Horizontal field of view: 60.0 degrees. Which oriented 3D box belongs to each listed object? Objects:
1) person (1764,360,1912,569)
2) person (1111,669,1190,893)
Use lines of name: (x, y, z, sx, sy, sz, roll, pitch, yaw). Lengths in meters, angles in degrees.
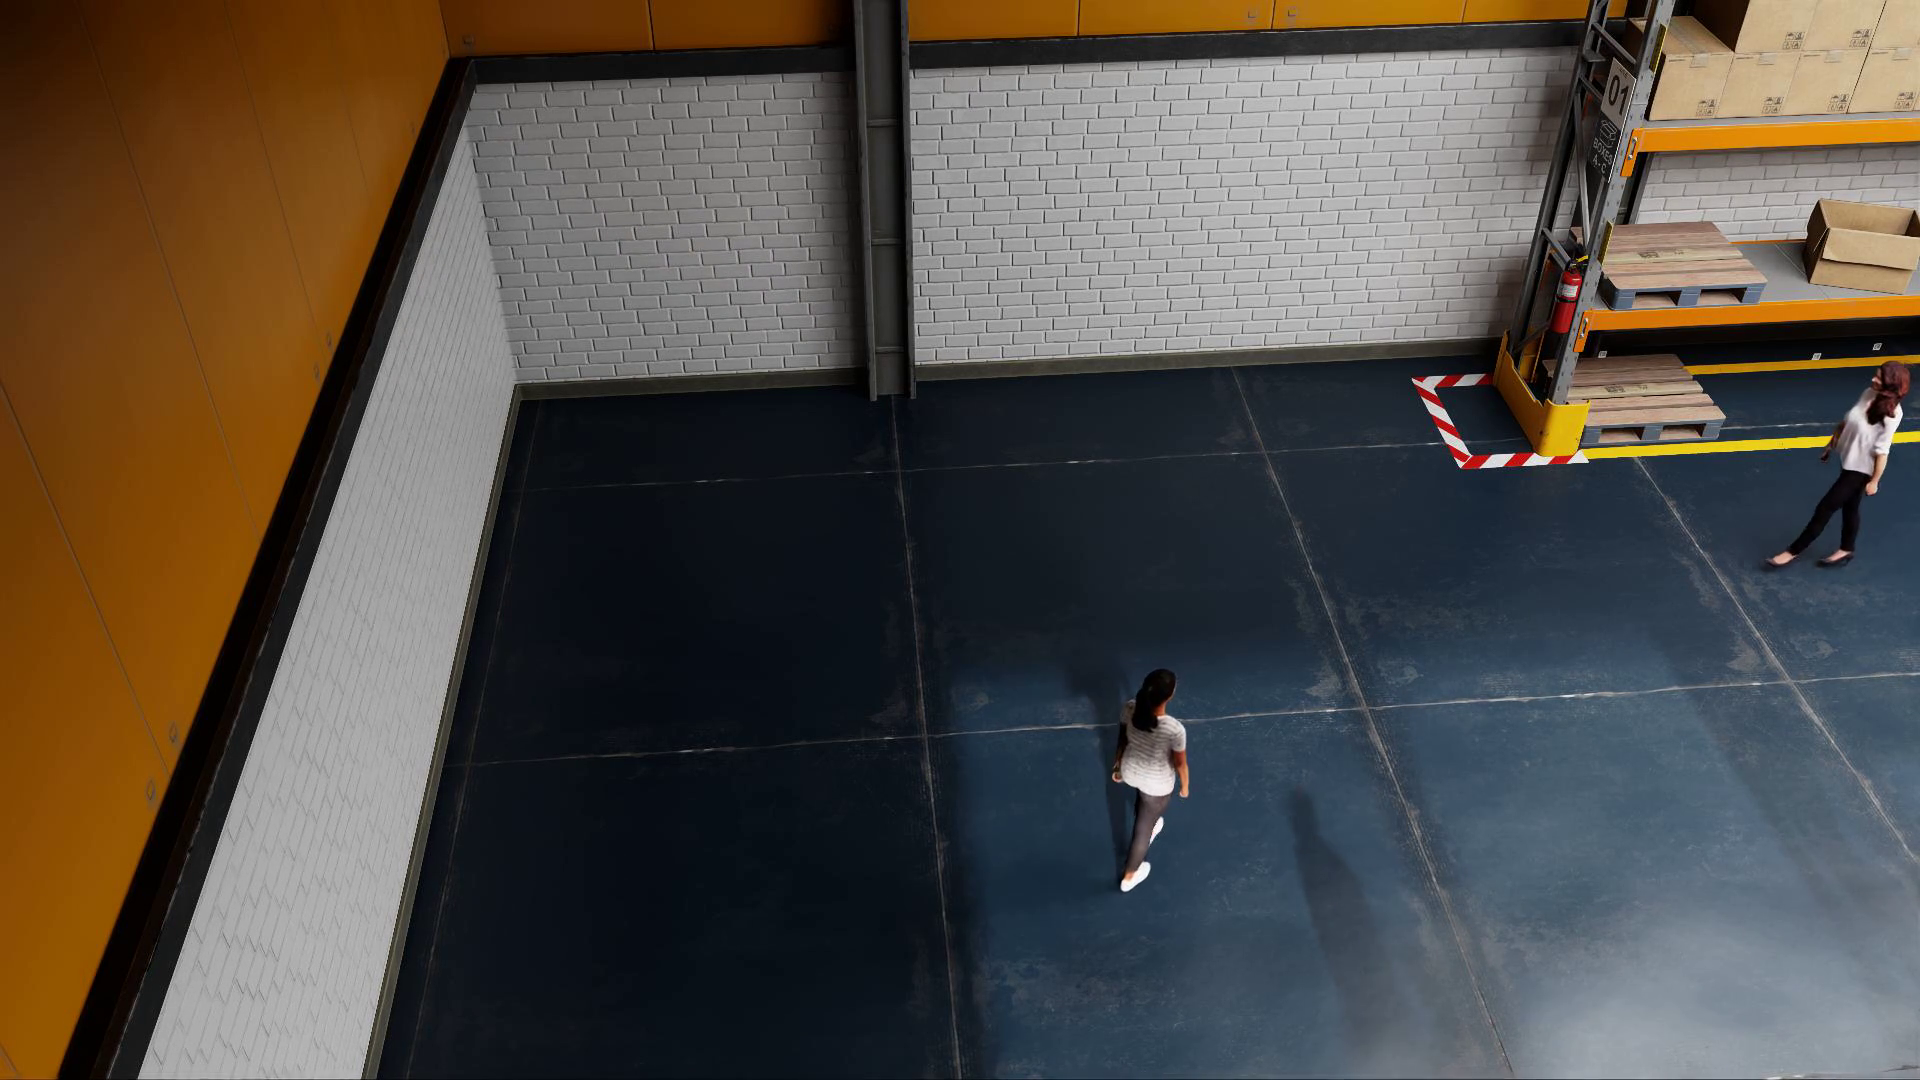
person: (6.518, -0.497, 11.926, 0.957, 1.768, 0.712, 2, 39, 2)
person: (1.040, 1.424, 9.634, 0.850, 1.628, 0.914, 28, 46, 31)
